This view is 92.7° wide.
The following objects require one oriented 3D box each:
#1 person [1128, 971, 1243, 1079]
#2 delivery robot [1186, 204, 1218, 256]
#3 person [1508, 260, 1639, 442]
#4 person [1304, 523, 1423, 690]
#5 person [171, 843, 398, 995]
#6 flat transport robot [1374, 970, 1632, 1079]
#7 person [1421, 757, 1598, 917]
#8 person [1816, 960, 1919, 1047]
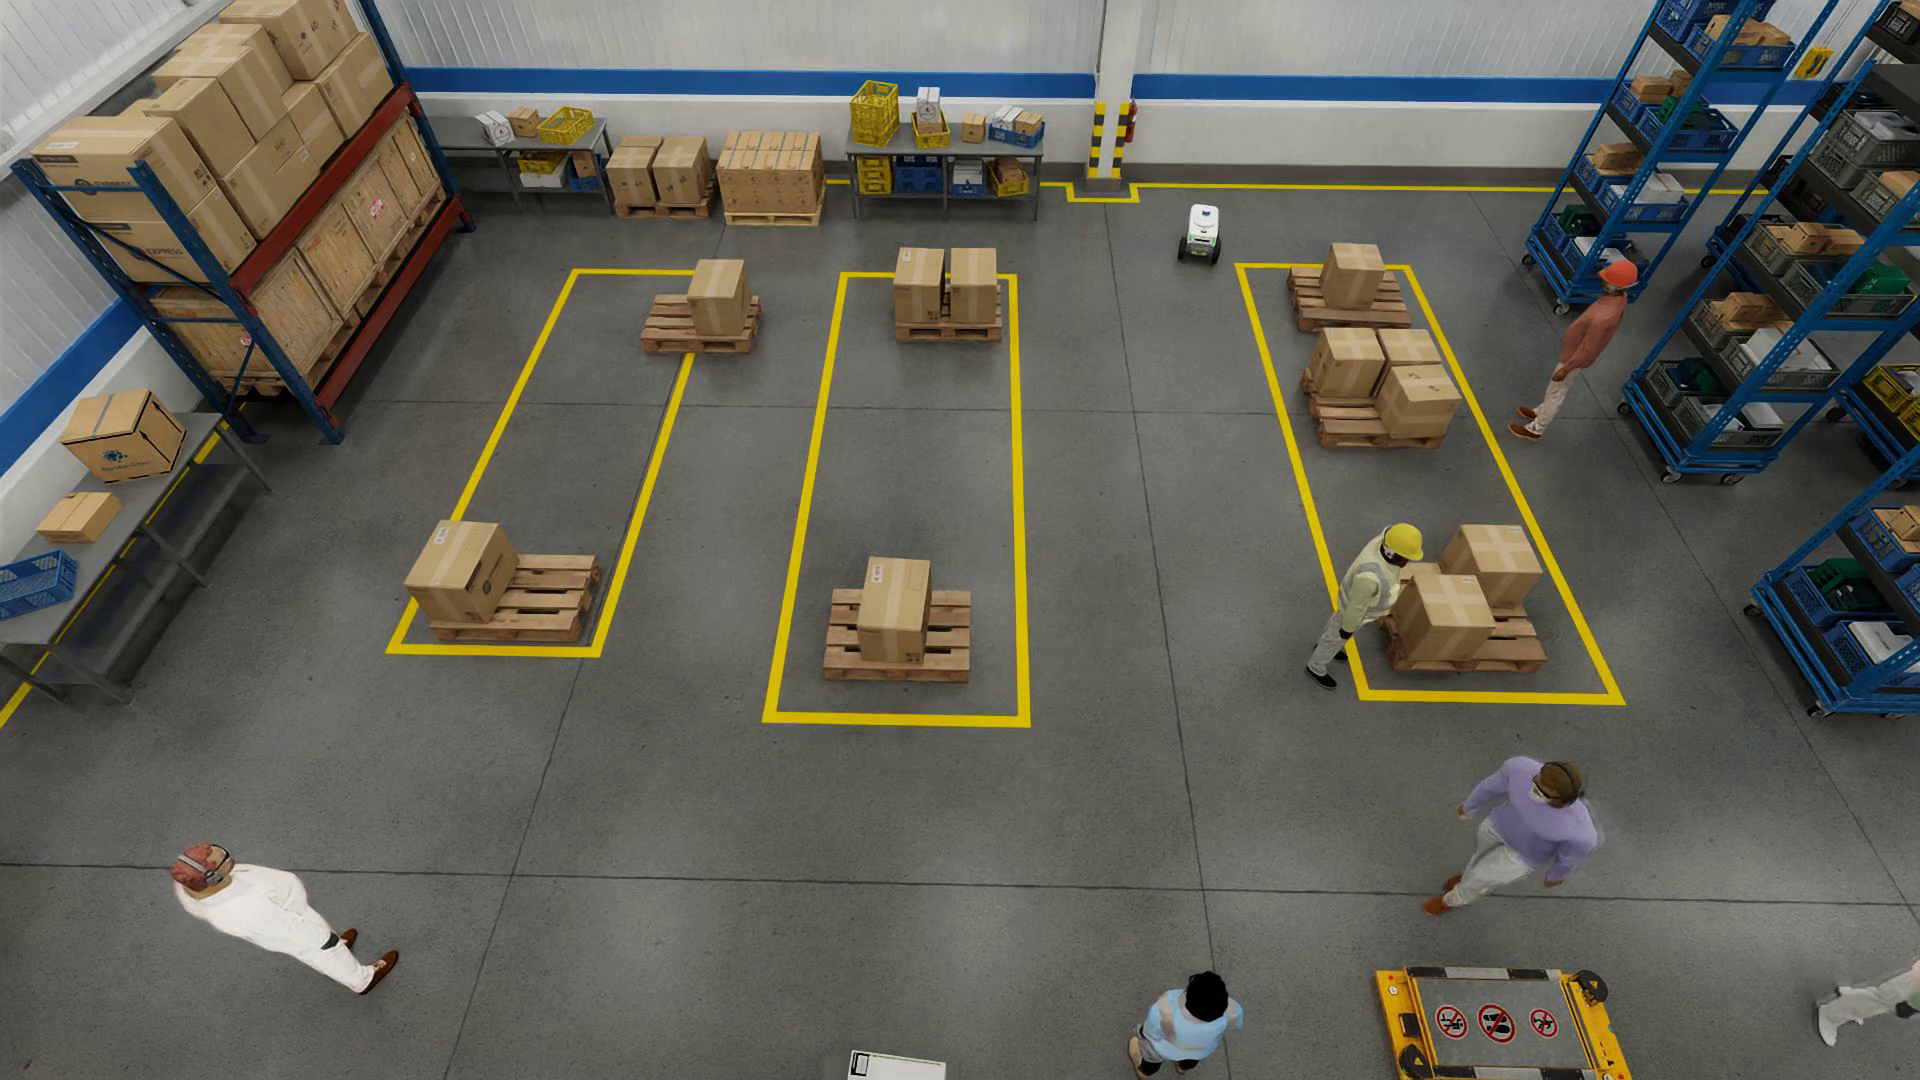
[{"bbox_3d":[1.266,2.814,5.259,0.532,1.697,0.322,-2,51,-2],"label":"person"},{"bbox_3d":[3.020,-3.895,11.403,0.477,0.478,0.707,9,51,7],"label":"delivery robot"},{"bbox_3d":[5.920,-1.797,8.831,0.392,1.990,0.614,33,58,24],"label":"person"},{"bbox_3d":[3.103,0.488,7.071,0.403,1.827,0.599,27,56,21],"label":"person"},{"bbox_3d":[-4.081,2.290,5.559,0.639,1.900,0.401,19,53,15],"label":"person"},{"bbox_3d":[3.501,3.133,5.914,1.431,0.197,0.652,1,51,1],"label":"flat transport robot"},{"bbox_3d":[3.463,1.919,5.857,0.694,1.907,0.656,-12,52,-10],"label":"person"},{"bbox_3d":[5.816,2.651,5.433,0.594,1.629,0.340,-6,51,-5],"label":"person"}]
